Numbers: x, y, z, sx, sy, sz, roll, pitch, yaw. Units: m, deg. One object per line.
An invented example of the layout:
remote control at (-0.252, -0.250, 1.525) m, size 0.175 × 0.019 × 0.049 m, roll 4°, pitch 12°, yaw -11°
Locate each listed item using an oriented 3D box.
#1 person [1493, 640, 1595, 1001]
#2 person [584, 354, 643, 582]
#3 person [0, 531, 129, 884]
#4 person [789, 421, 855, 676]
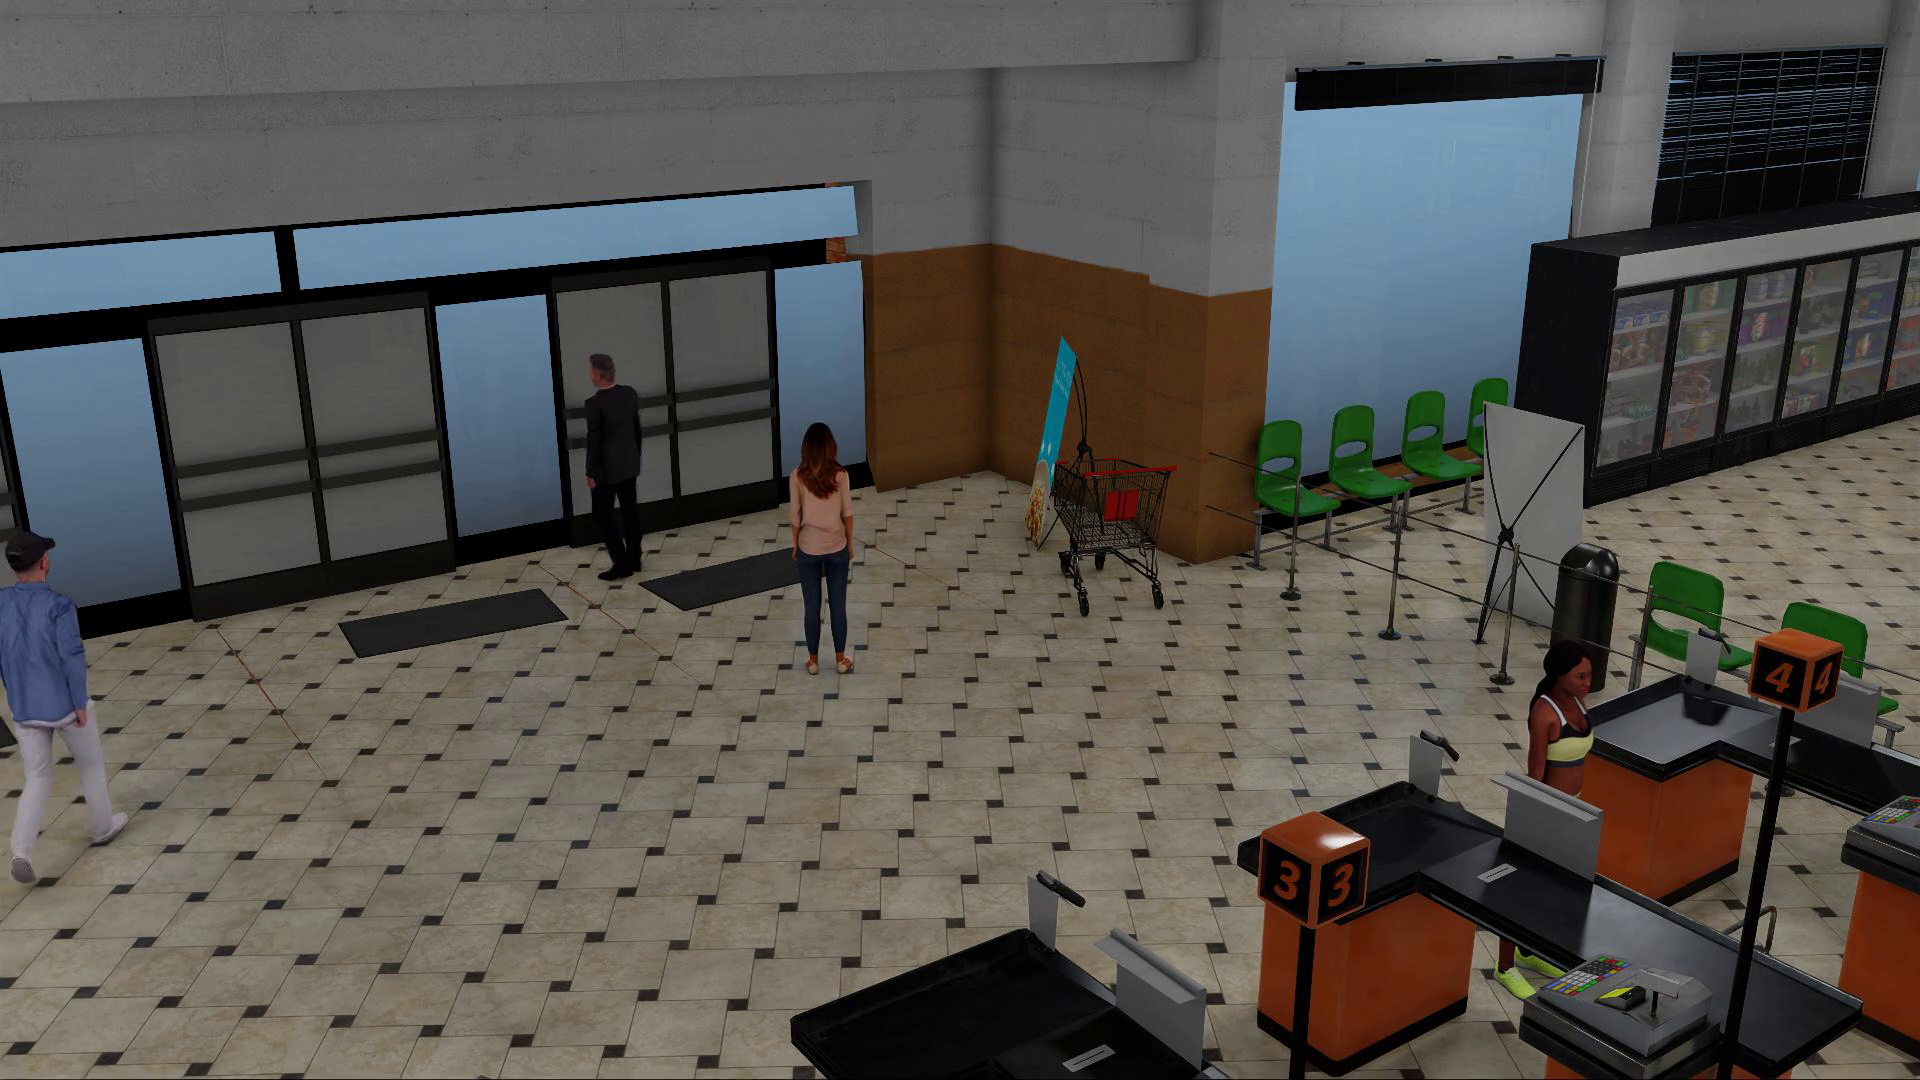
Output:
person at (2.737, 1.285, 7.785) m, size 0.583 × 1.755 × 0.531 m, roll -15°, pitch 24°, yaw -38°
person at (-2.741, -0.596, 13.245) m, size 0.746 × 1.830 × 0.832 m, roll 16°, pitch 24°, yaw 40°
person at (-4.868, 0.887, 8.793) m, size 1.019 × 1.864 × 1.185 m, roll 0°, pitch 19°, yaw -1°
person at (-0.939, 0.059, 11.362) m, size 0.668 × 1.792 × 0.686 m, roll -1°, pitch 19°, yaw -3°
